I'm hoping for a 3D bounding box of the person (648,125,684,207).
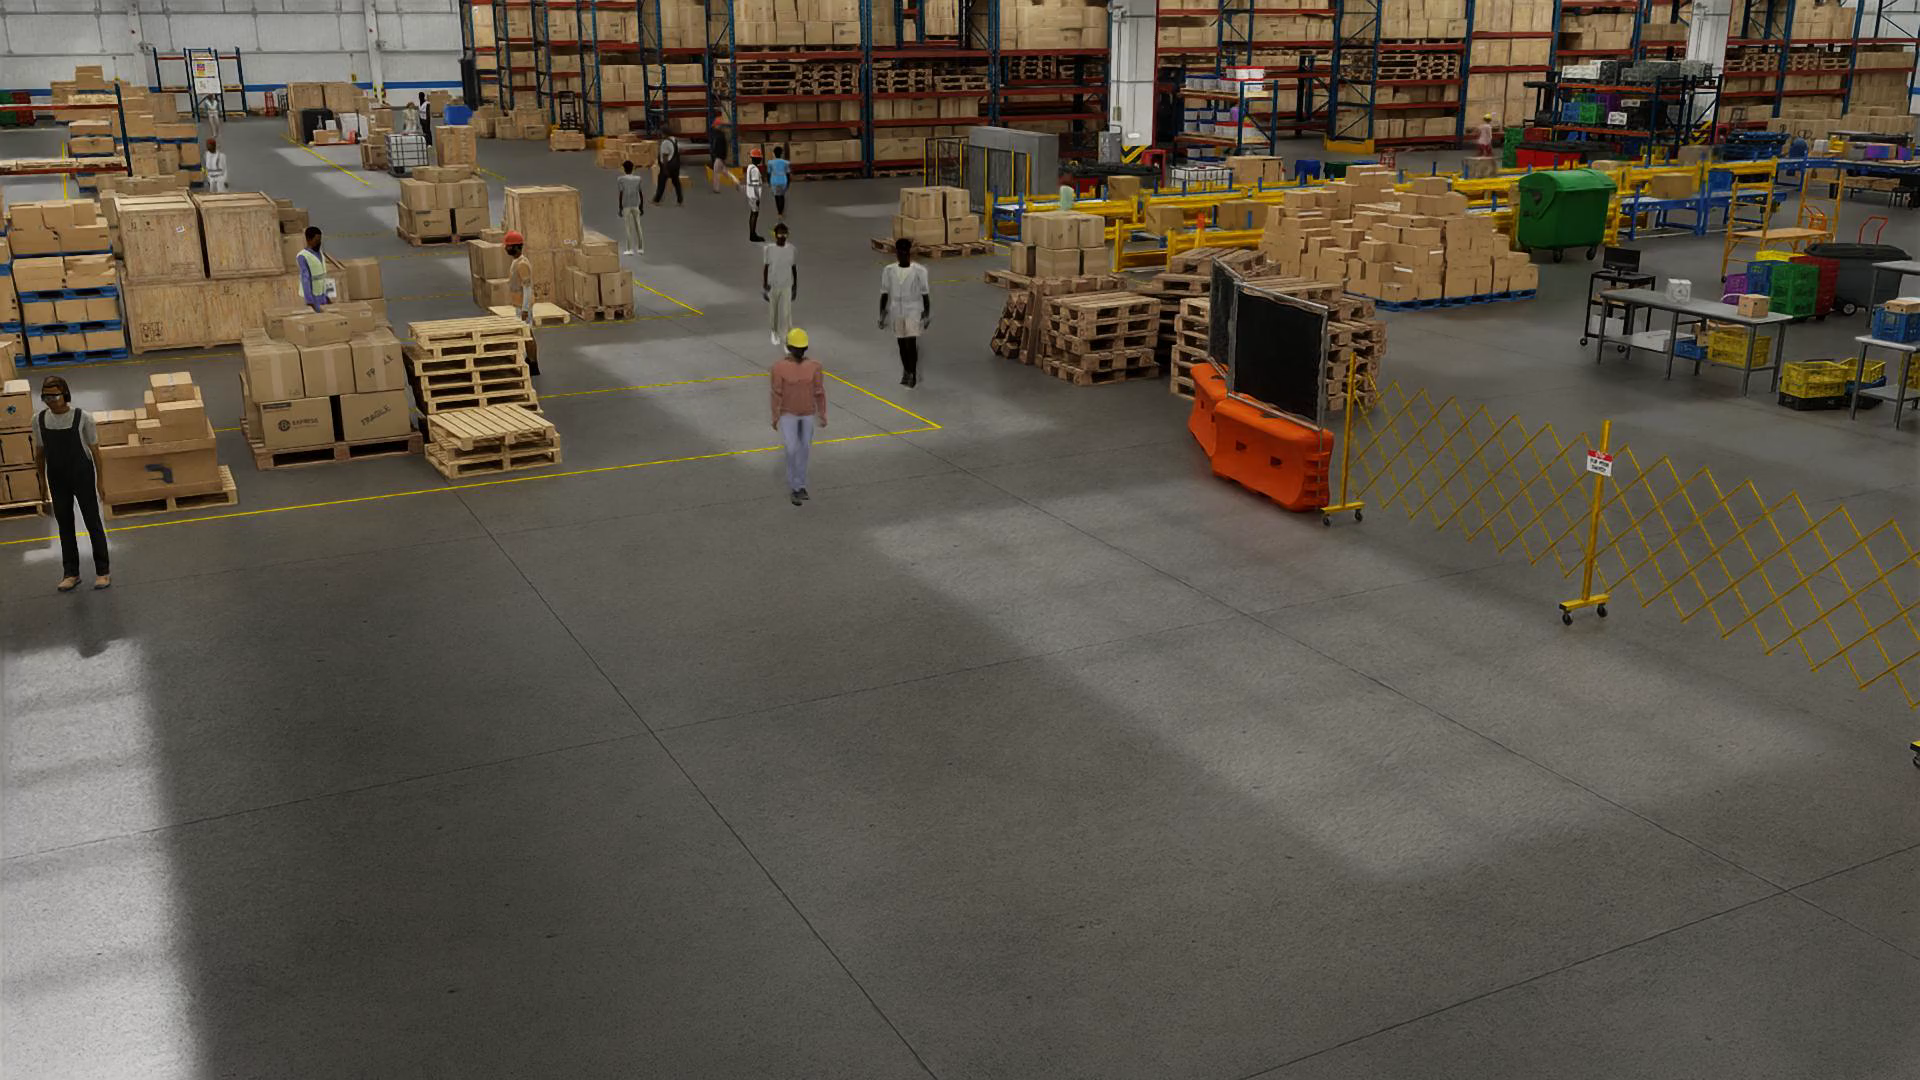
[{"bbox_3d":[-7.278,-9.263,41.066,1.002,2.000,0.696,9,20,25],"label":"person"}]

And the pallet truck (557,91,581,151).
[{"bbox_3d":[-13.495,-14.412,57.188,0.823,1.965,1.885,-3,18,-9],"label":"pallet truck"}]

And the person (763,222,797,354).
[{"bbox_3d":[-2.584,-3.653,23.898,0.514,1.843,0.876,-3,18,-8],"label":"person"}]

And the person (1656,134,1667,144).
[{"bbox_3d":[24.027,-14.165,56.913,0.540,1.682,0.418,14,22,36],"label":"person"}]

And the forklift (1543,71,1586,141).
[{"bbox_3d":[18.685,-13.231,52.085,1.873,2.768,1.129,-9,20,-26],"label":"forklift"}]

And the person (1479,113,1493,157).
[{"bbox_3d":[15.532,-11.703,49.146,0.451,1.752,0.542,-9,20,-25],"label":"person"}]

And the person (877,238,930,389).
[{"bbox_3d":[-0.736,-2.904,21.402,0.619,1.938,0.727,6,19,19],"label":"person"}]

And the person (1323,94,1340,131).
[{"bbox_3d":[14.841,-17.201,66.216,0.902,1.796,0.604,-10,20,-28],"label":"person"}]

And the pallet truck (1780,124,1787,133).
[{"bbox_3d":[25.206,-12.542,52.601,1.601,1.201,0.680,0,18,-2],"label":"pallet truck"}]

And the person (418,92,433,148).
[{"bbox_3d":[-18.766,-14.743,58.365,0.587,1.911,0.397,14,23,37],"label":"person"}]

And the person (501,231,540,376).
[{"bbox_3d":[-5.868,-3.149,22.172,0.373,1.934,0.551,-8,19,-22],"label":"person"}]

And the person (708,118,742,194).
[{"bbox_3d":[-6.243,-10.122,43.871,0.836,1.967,0.619,-1,18,-3],"label":"person"}]

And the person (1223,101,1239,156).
[{"bbox_3d":[9.068,-13.717,55.223,0.548,1.890,1.004,-9,20,-26],"label":"person"}]

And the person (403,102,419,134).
[{"bbox_3d":[-18.998,-14.330,57.550,0.518,1.617,0.383,-13,22,-36],"label":"person"}]

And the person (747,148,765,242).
[{"bbox_3d":[-4.282,-7.249,34.982,0.394,1.929,0.539,-6,19,-17],"label":"person"}]

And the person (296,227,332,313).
[{"bbox_3d":[-8.818,-3.325,22.759,0.390,1.914,0.588,1,18,2],"label":"person"}]

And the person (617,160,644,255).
[{"bbox_3d":[-6.545,-6.607,33.068,0.532,1.864,0.310,-10,20,-28],"label":"person"}]

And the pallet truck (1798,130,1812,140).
[{"bbox_3d":[25.526,-11.556,49.408,1.630,1.274,0.653,-9,20,-26],"label":"pallet truck"}]

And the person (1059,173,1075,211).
[{"bbox_3d":[2.221,-6.515,33.203,0.766,1.601,0.523,-9,20,-26],"label":"person"}]

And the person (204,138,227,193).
[{"bbox_3d":[-17.152,-8.348,38.486,0.586,1.869,0.529,6,19,18],"label":"person"}]

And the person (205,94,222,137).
[{"bbox_3d":[-28.204,-16.018,62.806,0.521,1.620,0.573,-13,22,-36],"label":"person"}]

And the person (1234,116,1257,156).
[{"bbox_3d":[8.023,-11.038,46.986,0.722,1.806,0.615,-11,21,-30],"label":"person"}]

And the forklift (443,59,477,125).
[{"bbox_3d":[-19.045,-17.199,64.454,1.873,2.768,1.129,-9,20,-26],"label":"forklift"}]

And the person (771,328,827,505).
[{"bbox_3d":[-1.563,-1.217,16.438,0.546,1.747,0.594,-8,19,-23],"label":"person"}]

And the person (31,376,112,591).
[{"bbox_3d":[-7.472,-0.476,13.987,0.519,1.844,0.331,-3,18,-9],"label":"person"}]

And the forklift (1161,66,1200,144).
[{"bbox_3d":[7.194,-14.588,56.315,1.873,2.768,1.129,-9,20,-26],"label":"forklift"}]

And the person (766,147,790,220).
[{"bbox_3d":[-4.248,-8.297,38.671,0.539,1.655,0.819,-8,19,-22],"label":"person"}]
